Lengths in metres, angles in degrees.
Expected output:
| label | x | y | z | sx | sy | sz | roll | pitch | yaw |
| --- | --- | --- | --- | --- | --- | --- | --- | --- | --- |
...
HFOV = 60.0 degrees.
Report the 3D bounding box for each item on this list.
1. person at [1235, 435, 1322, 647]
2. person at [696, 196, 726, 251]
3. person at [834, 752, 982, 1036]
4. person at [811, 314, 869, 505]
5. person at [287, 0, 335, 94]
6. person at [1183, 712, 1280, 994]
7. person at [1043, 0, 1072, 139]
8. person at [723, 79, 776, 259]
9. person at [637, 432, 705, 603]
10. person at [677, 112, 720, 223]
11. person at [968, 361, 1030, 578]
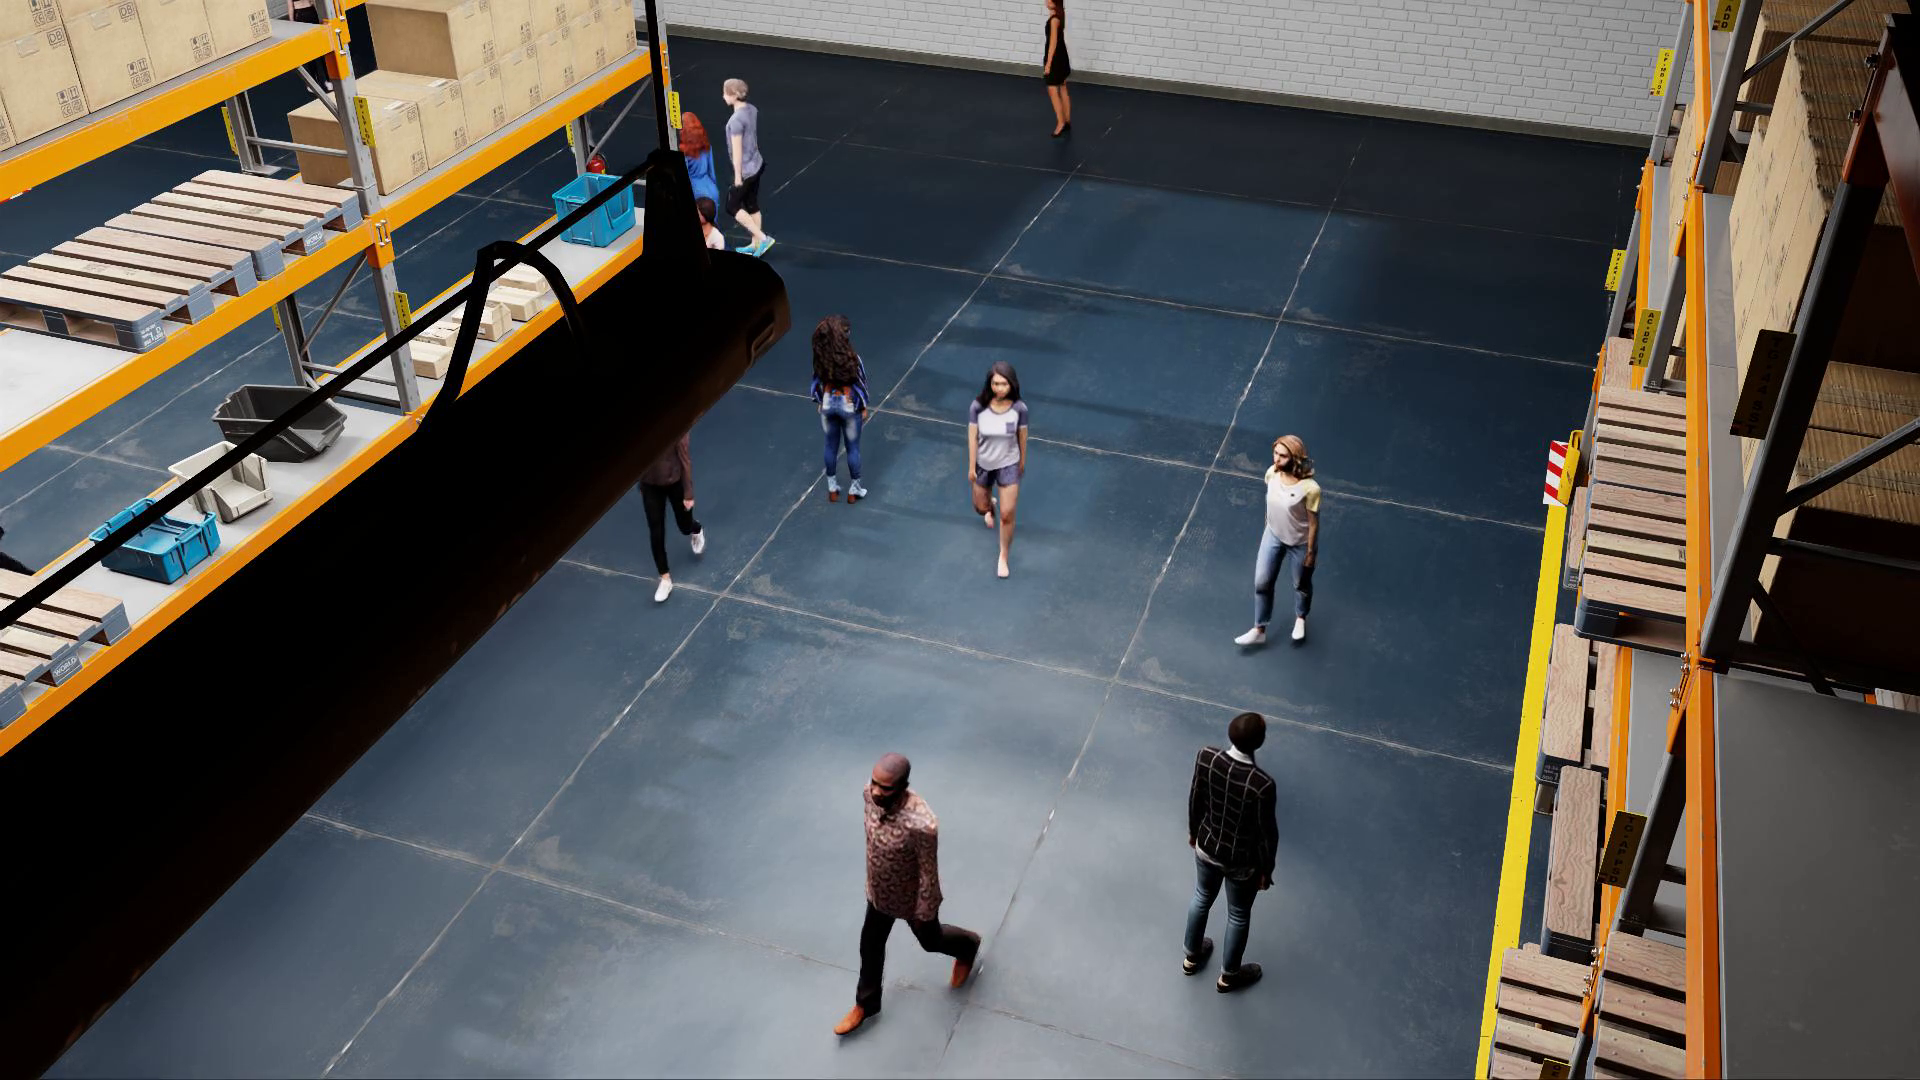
| label | x | y | z | sx | sy | sz | roll | pitch | yaw |
| --- | --- | --- | --- | --- | --- | --- | --- | --- | --- |
| person | 2.310 | -0.014 | 11.430 | 0.816 | 1.689 | 0.959 | 26 | 42 | 33 |
| person | -2.186 | -2.207 | 14.683 | 0.651 | 1.740 | 0.642 | -26 | 42 | -34 |
| person | -0.226 | 1.762 | 8.669 | 1.031 | 1.788 | 1.289 | 27 | 42 | 35 |
| person | -0.936 | -1.035 | 13.030 | 0.606 | 1.617 | 0.538 | 10 | 35 | 15 |
| person | -8.368 | -6.622 | 21.324 | 0.719 | 1.742 | 0.587 | 28 | 43 | 35 |
| person | 1.418 | 1.645 | 8.818 | 0.737 | 1.819 | 0.679 | 26 | 41 | 33 |
| person | 1.202 | -5.697 | 19.874 | 0.831 | 1.807 | 0.553 | 13 | 36 | 19 |
| person | -2.087 | -3.730 | 16.862 | 0.788 | 1.864 | 0.689 | 8 | 35 | 12 |
| person | -2.095 | -0.412 | 12.034 | 0.759 | 1.683 | 1.045 | 4 | 34 | 5 |
| person | -2.461 | -3.211 | 16.134 | 0.836 | 1.806 | 0.925 | 26 | 41 | 33 |
| person | 0.273 | -0.593 | 12.305 | 0.764 | 1.685 | 0.993 | 1 | 34 | 1 |
